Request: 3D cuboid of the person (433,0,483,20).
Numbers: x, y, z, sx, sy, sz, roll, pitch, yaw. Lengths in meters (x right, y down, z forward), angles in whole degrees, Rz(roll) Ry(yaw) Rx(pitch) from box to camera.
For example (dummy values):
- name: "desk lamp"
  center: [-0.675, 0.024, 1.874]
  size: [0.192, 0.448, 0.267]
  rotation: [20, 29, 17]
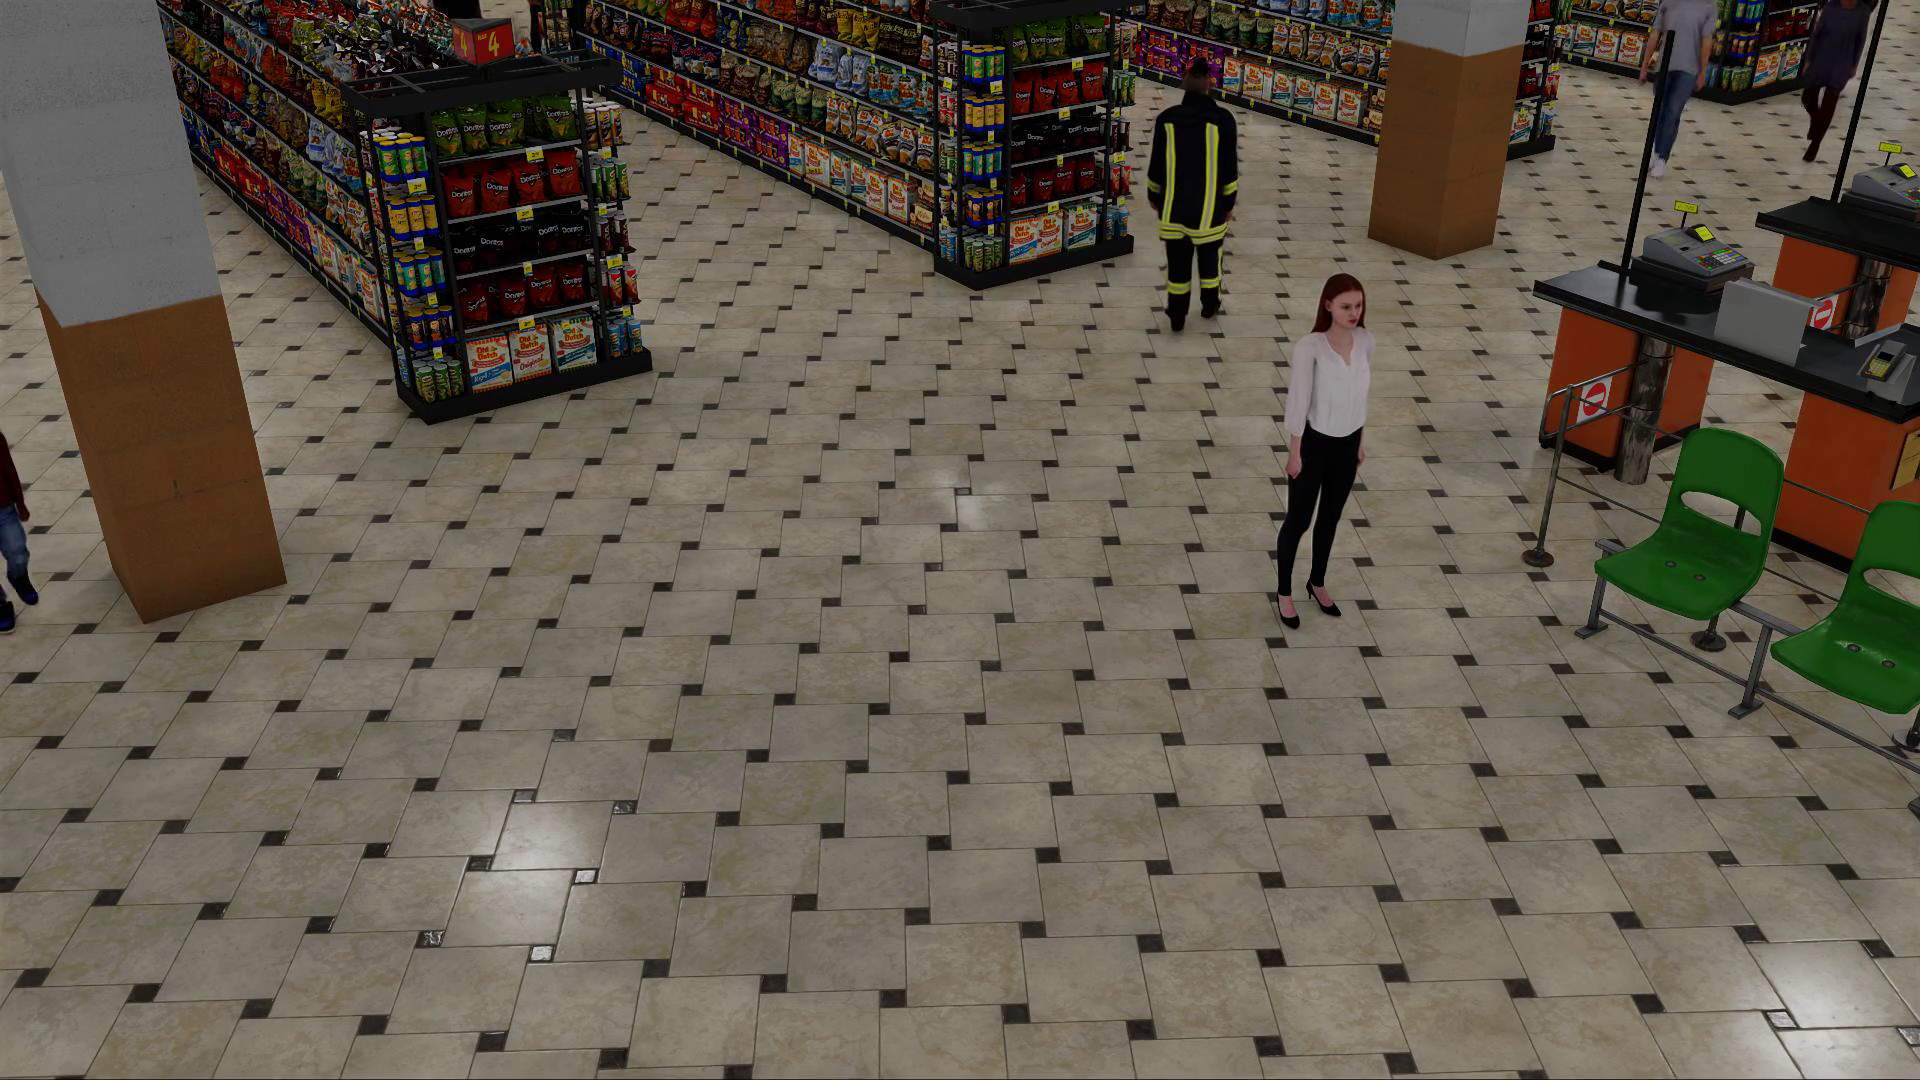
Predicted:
- name: "person"
  center: [-5.058, -5.221, 16.828]
  size: [0.679, 1.603, 0.865]
  rotation: [-13, 31, -22]

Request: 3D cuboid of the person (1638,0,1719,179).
- name: "person"
  center: [6.331, -4.155, 14.594]
  size: [0.796, 1.871, 0.818]
  rotation: [26, 38, 38]

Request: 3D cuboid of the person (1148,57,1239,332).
- name: "person"
  center: [1.559, -2.288, 11.193]
  size: [1.020, 1.853, 1.079]
  rotation: [7, 30, 13]

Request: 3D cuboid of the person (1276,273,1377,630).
- name: "person"
  center: [1.727, -0.417, 7.864]
  size: [0.630, 1.759, 0.545]
  rotation: [-13, 31, -22]

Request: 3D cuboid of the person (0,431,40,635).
- name: "person"
  center: [-4.689, -0.178, 7.966]
  size: [0.514, 1.243, 0.558]
  rotation: [-20, 35, -33]

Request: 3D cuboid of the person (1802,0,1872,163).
- name: "person"
  center: [7.911, -4.314, 15.065]
  size: [0.823, 1.701, 0.796]
  rotation: [20, 35, 32]

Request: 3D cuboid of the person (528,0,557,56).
- name: "person"
  center: [-4.686, -6.083, 18.559]
  size: [0.659, 1.455, 0.739]
  rotation: [11, 31, 20]
